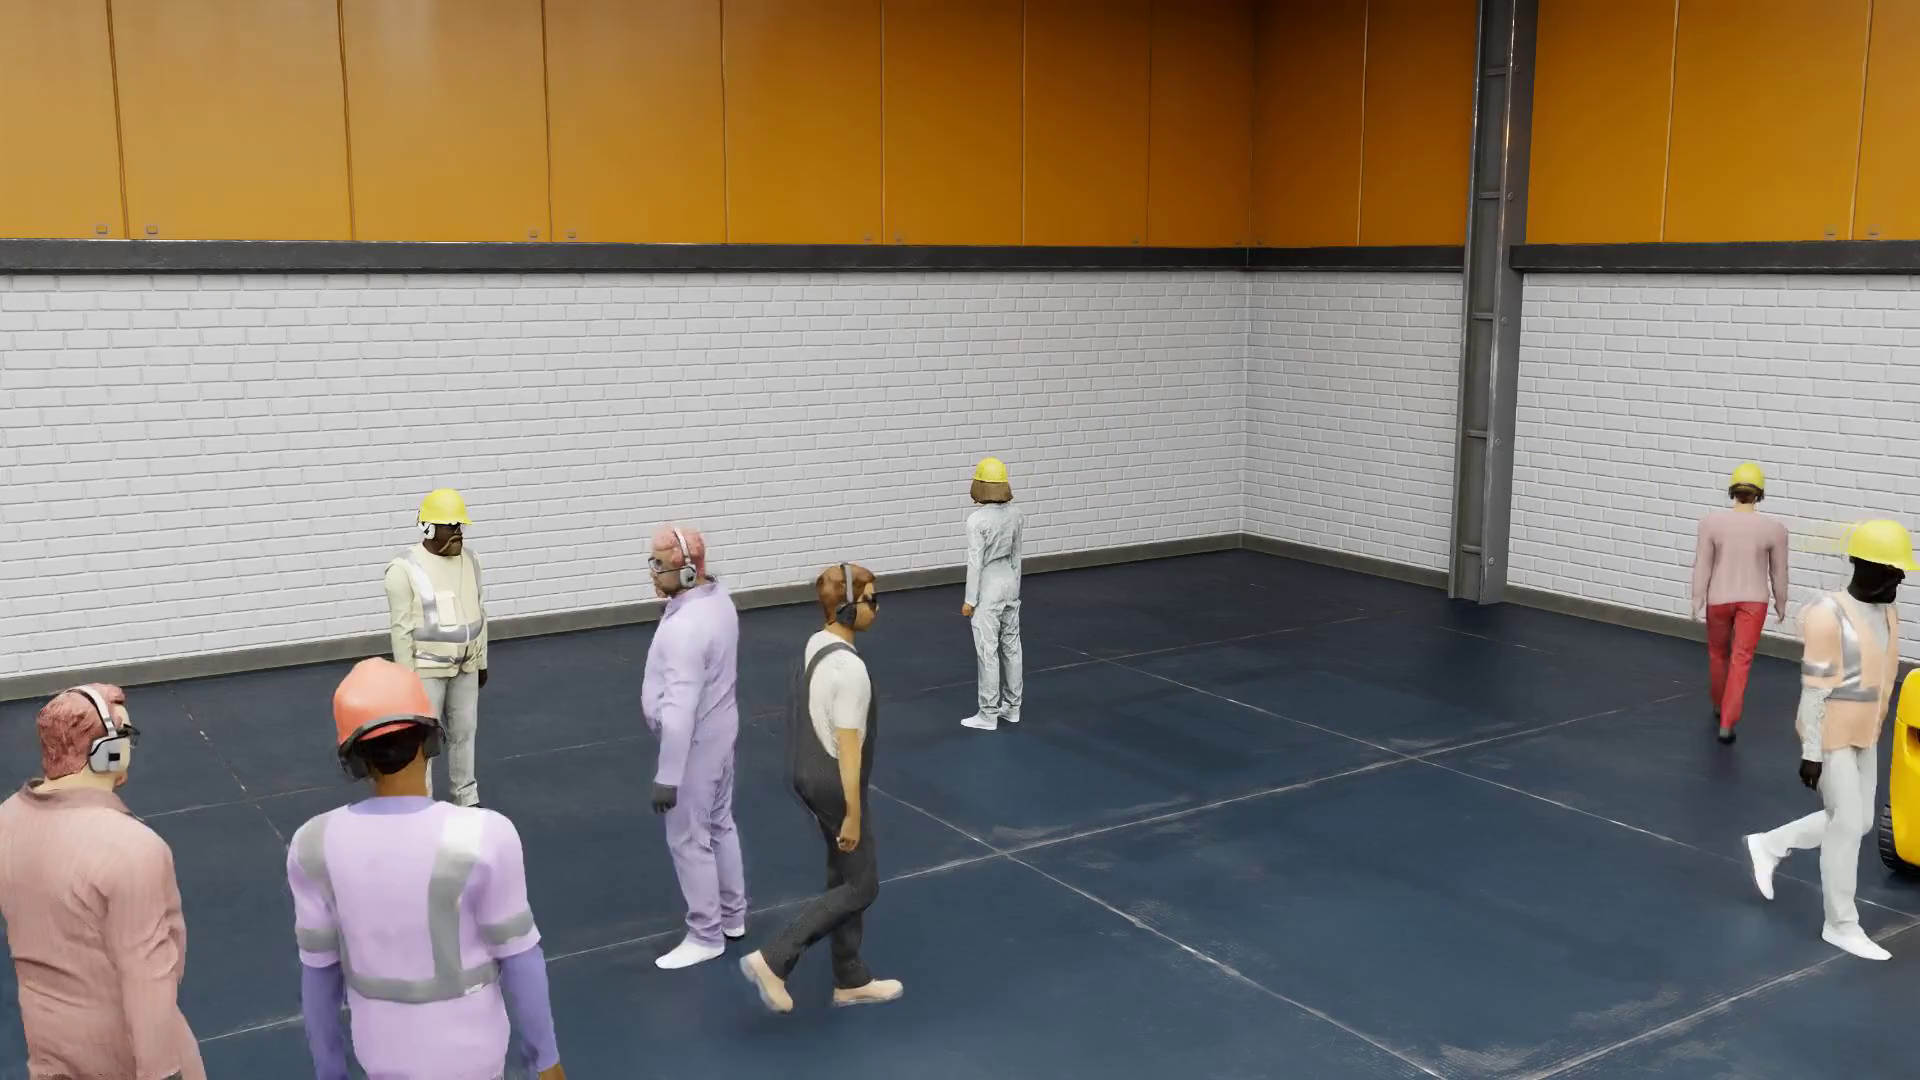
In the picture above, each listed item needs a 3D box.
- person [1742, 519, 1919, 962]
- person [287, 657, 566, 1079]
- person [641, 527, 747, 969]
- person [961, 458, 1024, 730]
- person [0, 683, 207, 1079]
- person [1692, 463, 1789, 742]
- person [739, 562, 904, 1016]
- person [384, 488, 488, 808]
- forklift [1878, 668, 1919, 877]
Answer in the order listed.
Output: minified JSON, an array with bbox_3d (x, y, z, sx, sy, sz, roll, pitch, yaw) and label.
[{"bbox_3d":[3.807,0.825,7.280,0.584,1.900,0.698,-6,11,-31],"label":"person"},{"bbox_3d":[-1.352,1.290,4.180,0.630,2.002,0.895,3,10,15],"label":"person"},{"bbox_3d":[-1.136,0.867,7.094,0.401,1.884,0.779,1,9,5],"label":"person"},{"bbox_3d":[0.199,0.341,10.652,0.295,1.744,0.484,9,13,43],"label":"person"},{"bbox_3d":[-2.323,1.306,4.462,0.653,1.874,0.879,5,11,27],"label":"person"},{"bbox_3d":[4.933,0.373,10.522,0.543,1.712,0.919,5,11,28],"label":"person"},{"bbox_3d":[-0.536,0.993,6.487,0.609,1.830,0.506,-4,10,-24],"label":"person"},{"bbox_3d":[-2.675,0.637,8.636,0.403,1.825,0.595,6,11,33],"label":"person"},{"bbox_3d":[5.511,0.571,7.906,2.313,2.155,1.214,-6,11,-33],"label":"forklift"}]
